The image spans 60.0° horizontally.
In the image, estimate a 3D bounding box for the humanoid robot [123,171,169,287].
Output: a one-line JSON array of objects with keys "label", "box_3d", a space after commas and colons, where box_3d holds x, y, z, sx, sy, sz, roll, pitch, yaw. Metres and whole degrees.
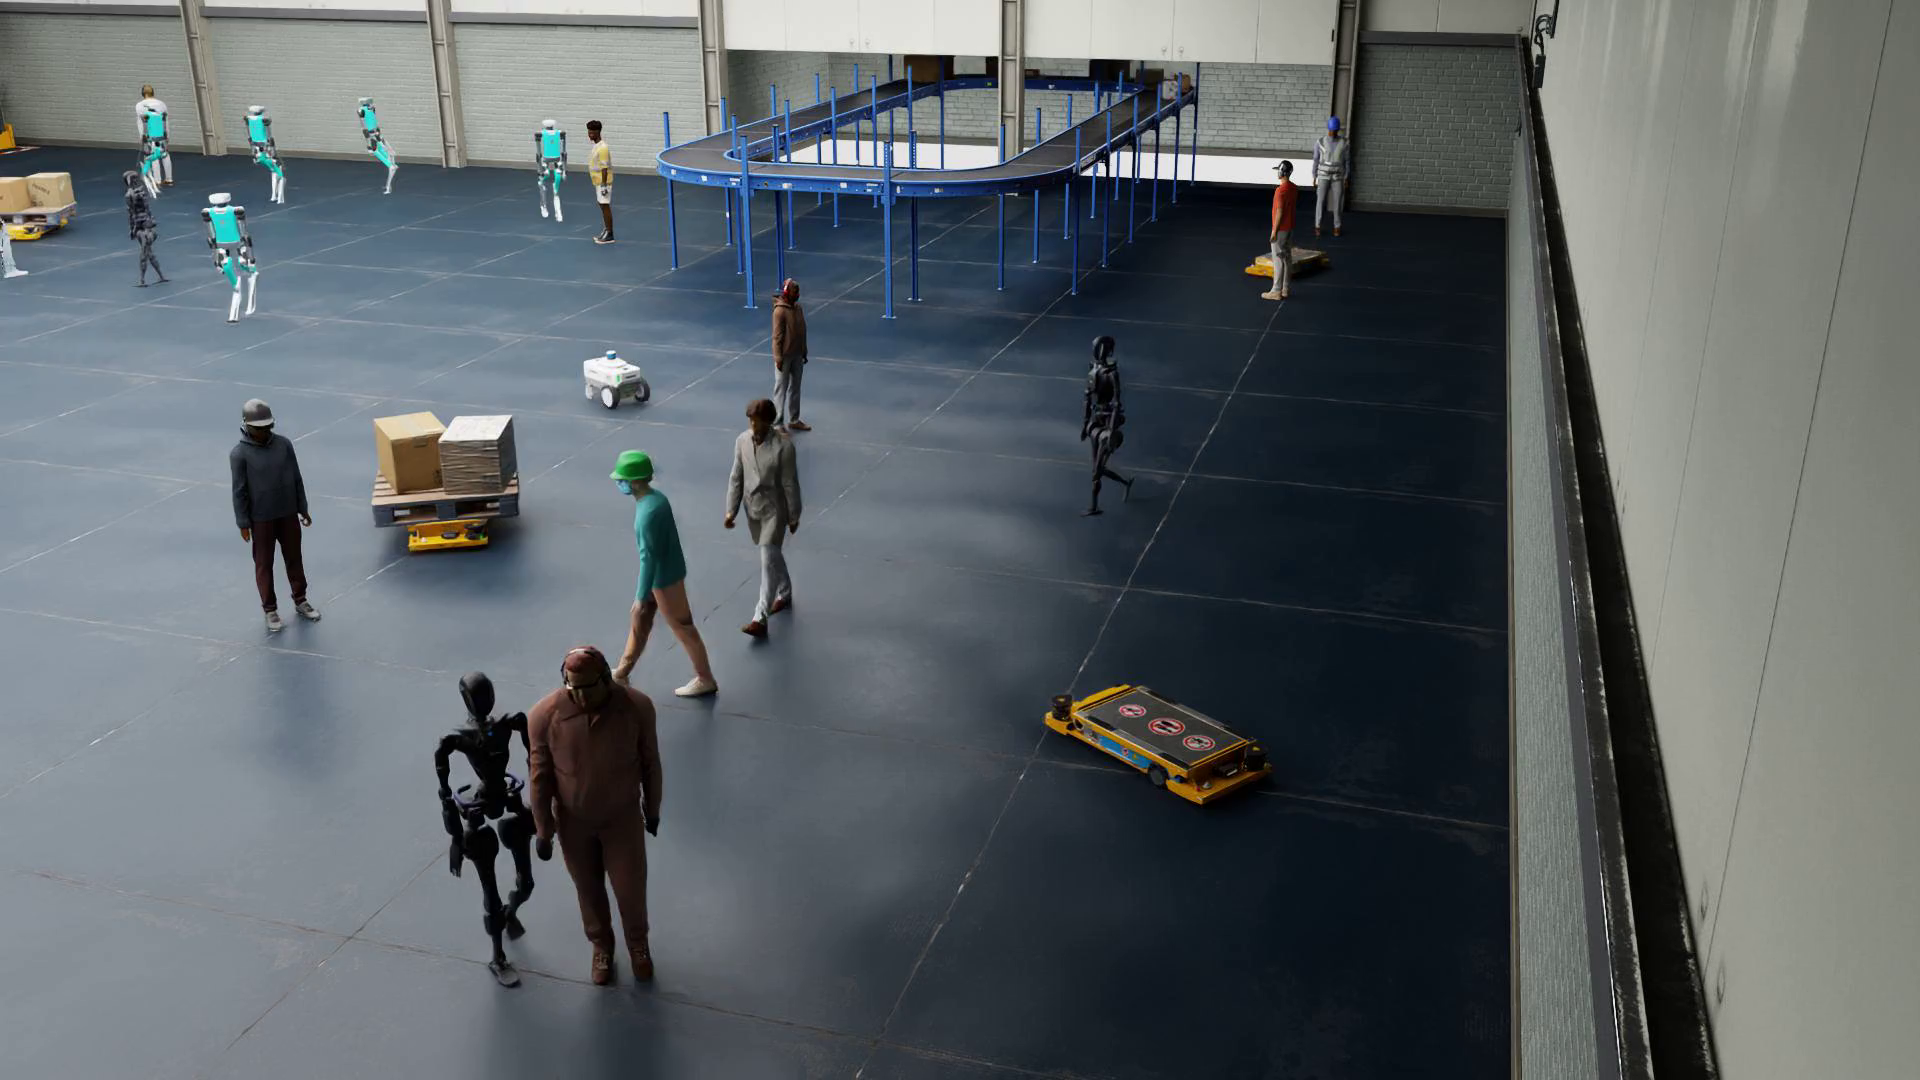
[{"label": "humanoid robot", "box_3d": [-11.748, -4.450, 23.784, 0.612, 1.634, 0.656, 15, 26, 34]}]

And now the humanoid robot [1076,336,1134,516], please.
[{"label": "humanoid robot", "box_3d": [1.354, -1.039, 14.957, 0.676, 1.635, 0.590, -11, 24, -26]}]

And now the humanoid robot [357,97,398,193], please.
[{"label": "humanoid robot", "box_3d": [-10.912, -7.461, 31.498, 0.785, 1.784, 0.536, 2, 21, 6]}]

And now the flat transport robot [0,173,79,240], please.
[{"label": "flat transport robot", "box_3d": [-15.493, -5.230, 27.744, 0.659, 0.231, 1.431, -3, 21, -7]}]

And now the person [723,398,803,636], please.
[{"label": "person", "box_3d": [-1.522, -0.187, 12.558, 0.528, 1.788, 0.926, 12, 24, 29]}]

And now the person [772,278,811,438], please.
[{"label": "person", "box_3d": [-1.764, -1.886, 17.159, 0.310, 1.647, 0.463, 14, 25, 32]}]

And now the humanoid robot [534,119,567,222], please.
[{"label": "humanoid robot", "box_3d": [-7.146, -6.428, 28.859, 0.530, 1.773, 0.997, -11, 24, -26]}]

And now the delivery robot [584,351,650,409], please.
[{"label": "delivery robot", "box_3d": [-3.831, -1.777, 18.409, 0.812, 0.609, 0.499, 20, 29, 41]}]

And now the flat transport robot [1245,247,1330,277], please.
[{"label": "flat transport robot", "box_3d": [4.934, -4.164, 24.977, 0.659, 0.231, 1.431, 16, 26, 36]}]

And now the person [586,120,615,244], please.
[{"label": "person", "box_3d": [-5.787, -5.785, 26.838, 0.375, 1.958, 0.602, -8, 22, -19]}]

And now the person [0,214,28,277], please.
[{"label": "person", "box_3d": [-14.196, -4.734, 24.202, 0.595, 1.896, 0.765, 12, 24, 28]}]

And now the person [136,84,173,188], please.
[{"label": "person", "box_3d": [-15.527, -7.787, 32.077, 0.372, 1.934, 0.628, 12, 24, 28]}]

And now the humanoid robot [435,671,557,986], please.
[{"label": "humanoid robot", "box_3d": [-2.384, 1.433, 8.550, 0.585, 1.663, 0.592, -17, 27, -37]}]

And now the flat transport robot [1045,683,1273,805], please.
[{"label": "flat transport robot", "box_3d": [1.275, 1.286, 10.841, 0.659, 0.231, 1.431, -17, 27, -37]}]

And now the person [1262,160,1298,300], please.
[{"label": "person", "box_3d": [4.436, -4.297, 23.042, 0.394, 1.911, 0.480, 16, 26, 36]}]

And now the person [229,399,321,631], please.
[{"label": "person", "box_3d": [-5.197, -0.203, 12.571, 0.381, 1.806, 0.550, 19, 28, 40]}]

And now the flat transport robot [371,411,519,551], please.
[{"label": "flat transport robot", "box_3d": [-4.539, -0.245, 14.814, 0.659, 0.231, 1.431, -6, 22, -14]}]

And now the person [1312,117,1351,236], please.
[{"label": "person", "box_3d": [6.103, -5.981, 27.380, 0.618, 1.934, 0.415, 3, 21, 7]}]

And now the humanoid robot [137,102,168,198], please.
[{"label": "humanoid robot", "box_3d": [-15.108, -7.243, 30.964, 0.814, 1.790, 0.537, 8, 23, 20]}]

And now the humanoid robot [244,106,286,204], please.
[{"label": "humanoid robot", "box_3d": [-12.597, -7.030, 30.408, 0.538, 1.829, 0.674, 7, 22, 17]}]

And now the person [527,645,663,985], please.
[{"label": "person", "box_3d": [-1.806, 1.399, 8.320, 0.637, 1.879, 0.492, -3, 21, -8]}]

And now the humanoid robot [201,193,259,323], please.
[{"label": "humanoid robot", "box_3d": [-9.432, -3.675, 21.676, 0.554, 1.740, 0.993, -2, 21, -6]}]

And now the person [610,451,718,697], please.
[{"label": "person", "box_3d": [-2.149, 0.264, 11.328, 0.995, 1.816, 0.538, -4, 21, -9]}]
